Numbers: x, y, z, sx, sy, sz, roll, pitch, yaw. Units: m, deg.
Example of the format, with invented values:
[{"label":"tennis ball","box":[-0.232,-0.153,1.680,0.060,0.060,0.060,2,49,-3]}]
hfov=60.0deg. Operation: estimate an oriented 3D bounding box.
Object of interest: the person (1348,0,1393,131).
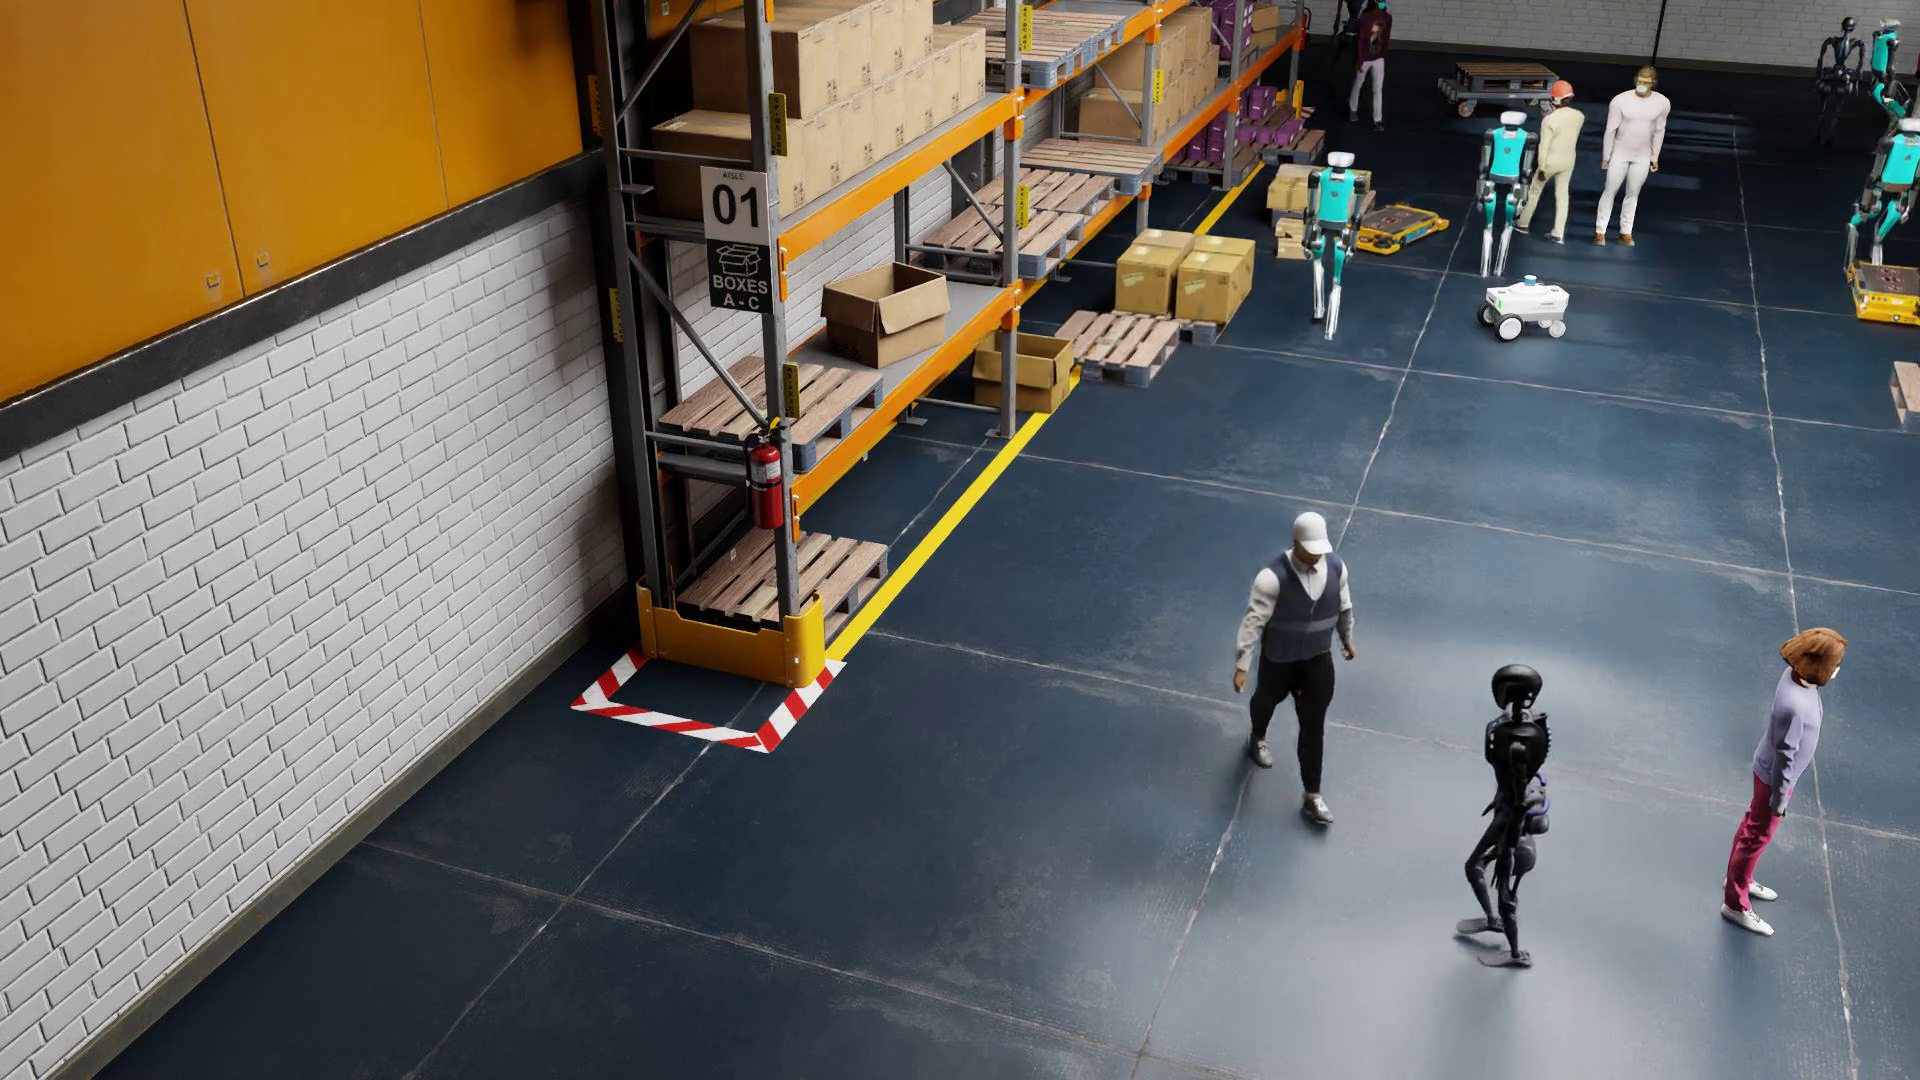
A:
[{"label":"person","box":[5.656,-6.641,22.854,0.488,1.902,1.021,-2,27,-3]}]

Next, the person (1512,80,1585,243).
[{"label":"person","box":[6.479,-4.177,18.265,0.571,1.721,0.768,-9,29,-16]}]

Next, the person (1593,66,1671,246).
[{"label":"person","box":[7.252,-4.142,17.969,0.627,1.936,0.375,3,27,6]}]

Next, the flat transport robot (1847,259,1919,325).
[{"label":"flat transport robot","box":[9.241,-2.462,16.526,0.659,0.231,1.431,10,29,19]}]

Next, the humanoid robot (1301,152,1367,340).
[{"label":"humanoid robot","box":[3.498,-2.822,15.650,0.544,1.794,0.830,8,28,15]}]

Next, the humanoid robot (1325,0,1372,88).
[{"label":"humanoid robot","box":[5.911,-7.676,25.119,0.616,1.630,0.381,-4,28,-8]}]

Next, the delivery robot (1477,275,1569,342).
[{"label":"delivery robot","box":[5.328,-2.198,15.697,0.782,0.589,0.499,-3,27,-5]}]

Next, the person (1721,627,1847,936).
[{"label":"person","box":[3.975,1.138,8.052,0.291,1.632,0.496,14,30,25]}]

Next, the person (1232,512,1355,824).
[{"label":"person","box":[1.811,0.624,8.964,0.783,1.703,0.937,-5,28,-10]}]

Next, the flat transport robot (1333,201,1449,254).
[{"label":"flat transport robot","box":[4.800,-3.464,18.470,0.659,0.231,1.431,22,35,36]}]

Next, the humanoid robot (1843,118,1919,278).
[{"label":"humanoid robot","box":[9.301,-3.427,16.826,0.548,1.780,0.891,2,27,4]}]

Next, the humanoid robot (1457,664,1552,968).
[{"label":"humanoid robot","box":[2.561,1.299,7.705,0.377,1.648,0.609,6,28,12]}]

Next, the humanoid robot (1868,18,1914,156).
[{"label":"humanoid robot","box":[12.006,-5.773,21.367,0.806,1.785,0.566,1,27,2]}]

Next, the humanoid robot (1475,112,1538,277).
[{"label":"humanoid robot","box":[5.552,-3.516,17.012,0.532,1.818,0.774,10,29,19]}]

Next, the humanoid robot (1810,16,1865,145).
[{"label":"humanoid robot","box":[11.591,-6.077,22.018,0.593,1.651,0.581,18,32,31]}]

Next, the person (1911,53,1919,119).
[{"label":"person","box":[13.127,-6.283,22.223,0.631,1.841,0.429,12,29,21]}]
